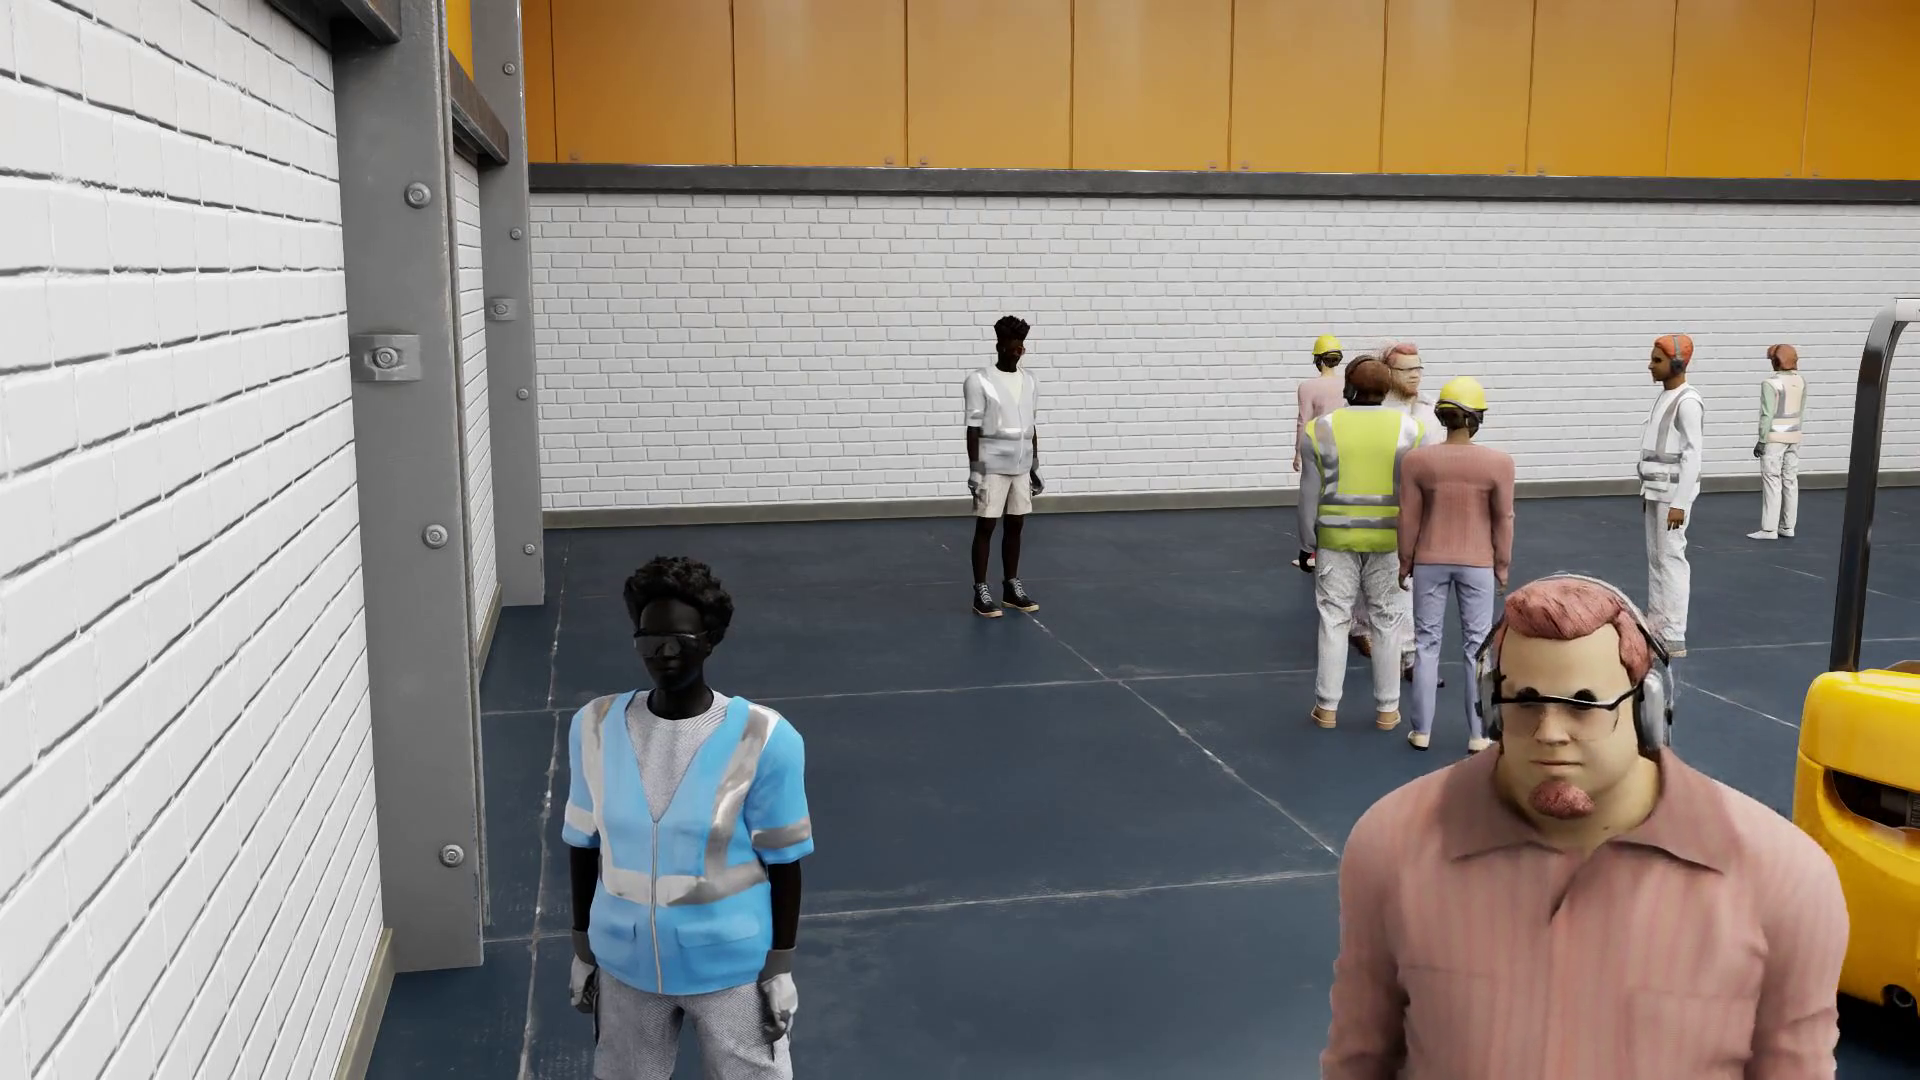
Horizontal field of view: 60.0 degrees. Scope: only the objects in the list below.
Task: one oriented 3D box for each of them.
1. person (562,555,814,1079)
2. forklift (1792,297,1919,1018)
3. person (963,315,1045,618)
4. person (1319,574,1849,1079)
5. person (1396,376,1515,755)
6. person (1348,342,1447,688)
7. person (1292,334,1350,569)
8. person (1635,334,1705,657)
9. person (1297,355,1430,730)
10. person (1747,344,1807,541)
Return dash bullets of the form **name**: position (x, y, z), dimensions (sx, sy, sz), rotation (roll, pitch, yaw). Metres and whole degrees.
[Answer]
- **person**: position (-0.568, 0.868, 3.426), dimensions (0.537, 1.700, 0.317), rotation (2, 10, 12)
- **forklift**: position (3.542, 0.334, 5.177), dimensions (2.313, 2.155, 1.214), rotation (-9, 13, -43)
- **person**: position (0.298, -0.482, 10.865), dimensions (0.602, 1.958, 0.380), rotation (-7, 12, -37)
- **person**: position (0.812, 0.964, 2.264), dimensions (0.660, 1.886, 0.546), rotation (4, 10, 25)
- **person**: position (2.306, 0.121, 7.781), dimensions (0.526, 1.765, 0.329), rotation (3, 10, 20)
- **person**: position (2.446, -0.176, 9.306), dimensions (0.636, 1.867, 0.985), rotation (-5, 11, -27)
- **person**: position (2.748, -0.664, 12.564), dimensions (0.525, 1.769, 0.315), rotation (-4, 10, -23)
- **person**: position (4.125, -0.255, 9.718), dimensions (0.343, 1.879, 0.585), rotation (1, 9, 7)
- **person**: position (1.972, 0.017, 8.168), dimensions (0.633, 1.846, 0.429), rotation (1, 9, 9)
- **person**: position (6.814, -0.809, 13.837), dimensions (0.522, 1.636, 0.310), rotation (-5, 11, -28)
